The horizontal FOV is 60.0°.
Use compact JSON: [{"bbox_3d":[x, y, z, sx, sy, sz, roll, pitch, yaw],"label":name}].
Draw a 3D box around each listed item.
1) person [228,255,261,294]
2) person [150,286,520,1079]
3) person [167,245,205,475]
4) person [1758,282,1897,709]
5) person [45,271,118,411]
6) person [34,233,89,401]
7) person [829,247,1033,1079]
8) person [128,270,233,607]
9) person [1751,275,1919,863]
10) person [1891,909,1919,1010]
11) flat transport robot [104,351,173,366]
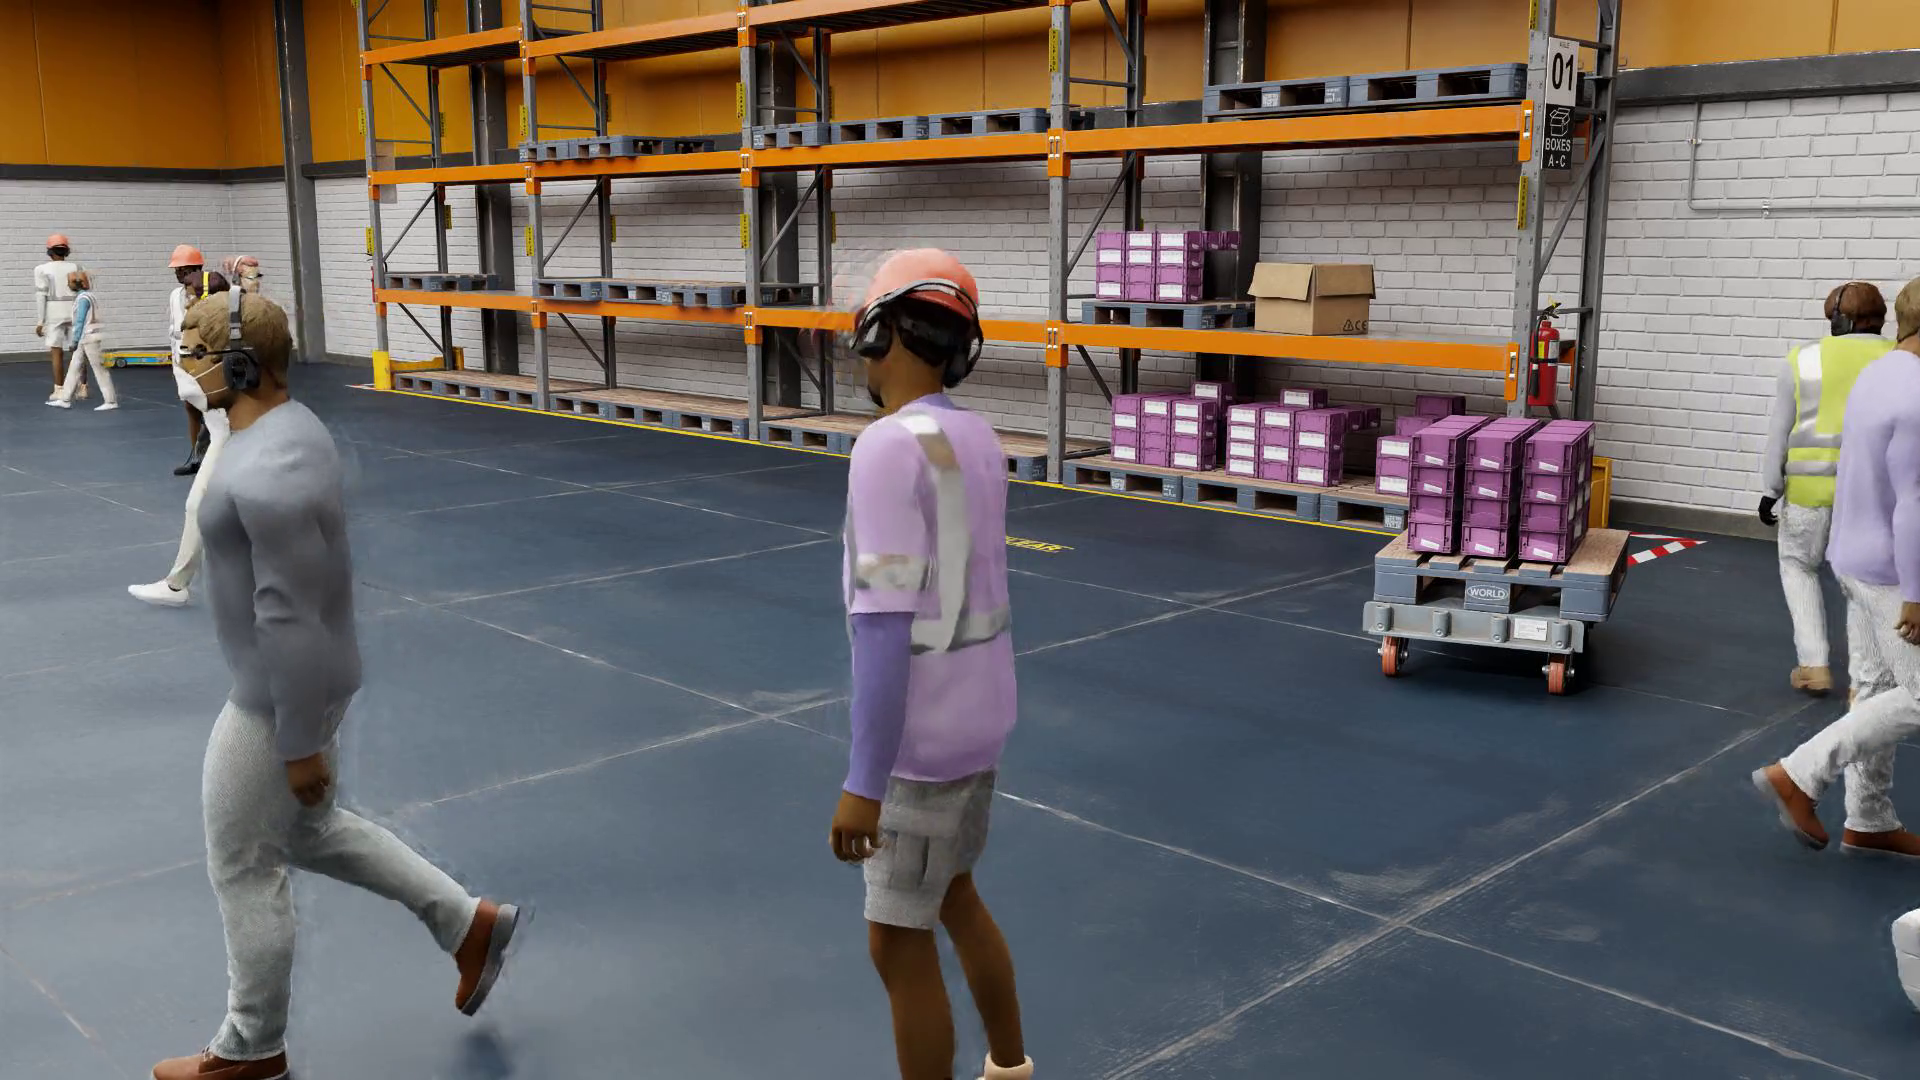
[{"bbox_3d":[-5.186,-1.135,12.192,0.482,1.878,0.638,1,10,7],"label":"person"},{"bbox_3d":[-1.515,0.362,3.923,0.791,1.920,0.642,-3,11,-17],"label":"person"},{"bbox_3d":[-6.415,-1.494,13.975,0.546,1.938,0.361,4,11,19],"label":"person"},{"bbox_3d":[3.838,-0.187,7.161,0.718,1.819,0.526,5,11,24],"label":"person"},{"bbox_3d":[-10.160,-2.269,19.117,0.801,1.606,0.518,-7,12,-33],"label":"person"},{"bbox_3d":[-11.007,-2.725,20.407,0.382,2.043,0.610,9,13,39],"label":"person"},{"bbox_3d":[-0.050,0.417,3.416,0.442,1.998,0.715,3,11,16],"label":"person"},{"bbox_3d":[-4.119,-0.544,9.095,0.929,1.830,0.520,-2,11,-9],"label":"person"},{"bbox_3d":[2.913,0.108,5.271,0.512,1.922,0.635,3,11,16],"label":"person"},{"bbox_3d":[2.817,0.370,4.092,0.793,1.846,0.513,-1,10,-8],"label":"person"},{"bbox_3d":[-12.527,-2.812,25.708,1.431,0.197,0.652,-1,10,-7],"label":"flat transport robot"}]
